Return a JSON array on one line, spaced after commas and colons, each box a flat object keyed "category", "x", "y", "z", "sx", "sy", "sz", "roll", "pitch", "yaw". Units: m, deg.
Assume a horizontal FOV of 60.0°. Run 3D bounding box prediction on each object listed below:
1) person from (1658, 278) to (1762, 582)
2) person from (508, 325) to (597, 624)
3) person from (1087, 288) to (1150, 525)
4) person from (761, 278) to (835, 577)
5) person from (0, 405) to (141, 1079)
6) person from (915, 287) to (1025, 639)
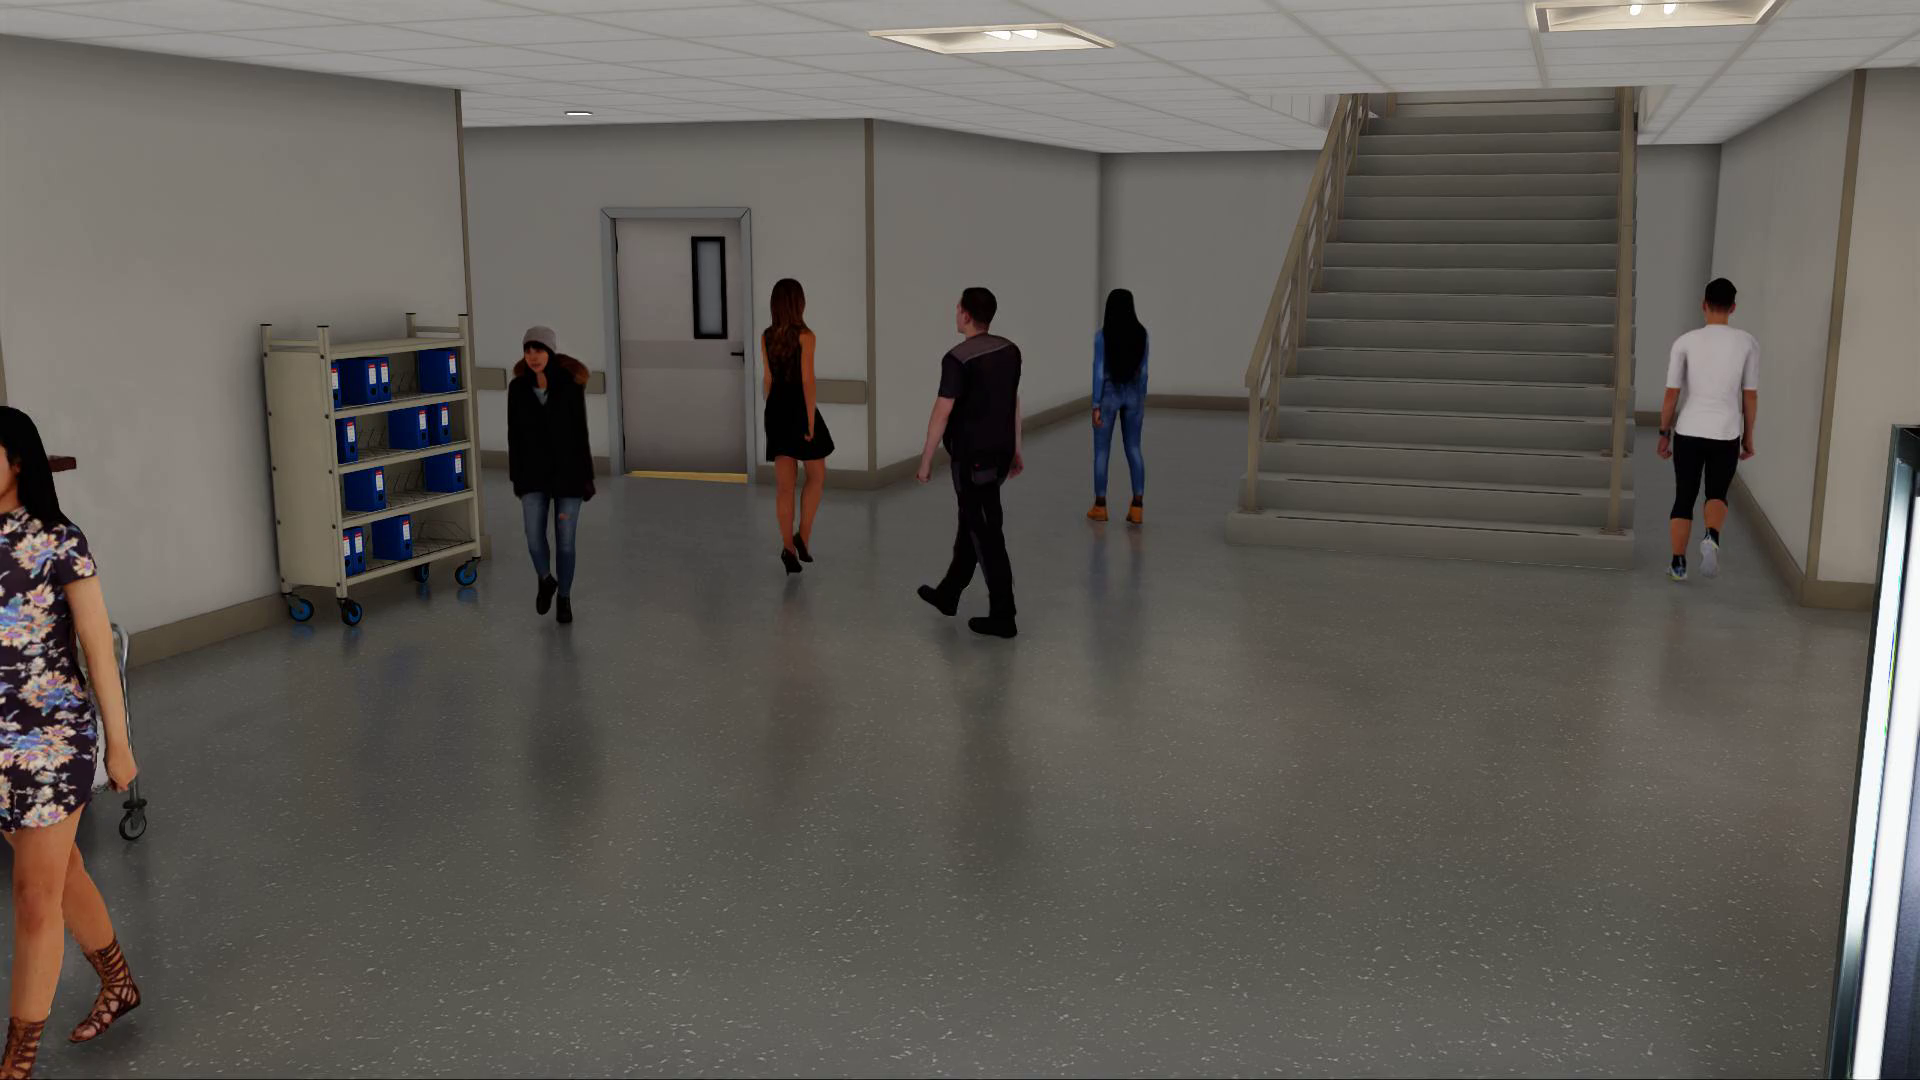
[{"category": "person", "x": 4.498, "y": -0.621, "z": 9.943, "sx": 0.703, "sy": 1.827, "sz": 0.818, "roll": 3, "pitch": 11, "yaw": 14}, {"category": "person", "x": -2.235, "y": -0.364, "z": 9.139, "sx": 0.740, "sy": 1.624, "sz": 0.778, "roll": -2, "pitch": 11, "yaw": -10}, {"category": "person", "x": 1.188, "y": -0.961, "z": 12.054, "sx": 0.833, "sy": 1.708, "sz": 0.912, "roll": -3, "pitch": 11, "yaw": -17}, {"category": "person", "x": -1.097, "y": -0.672, "z": 10.227, "sx": 0.596, "sy": 1.822, "sz": 0.612, "roll": 5, "pitch": 12, "yaw": 25}, {"category": "person", "x": -2.333, "y": 0.526, "z": 4.257, "sx": 0.785, "sy": 1.694, "sz": 1.114, "roll": 1, "pitch": 11, "yaw": 4}, {"category": "person", "x": 0.179, "y": -0.387, "z": 8.728, "sx": 1.008, "sy": 1.821, "sz": 1.069, "roll": 8, "pitch": 14, "yaw": 38}]
